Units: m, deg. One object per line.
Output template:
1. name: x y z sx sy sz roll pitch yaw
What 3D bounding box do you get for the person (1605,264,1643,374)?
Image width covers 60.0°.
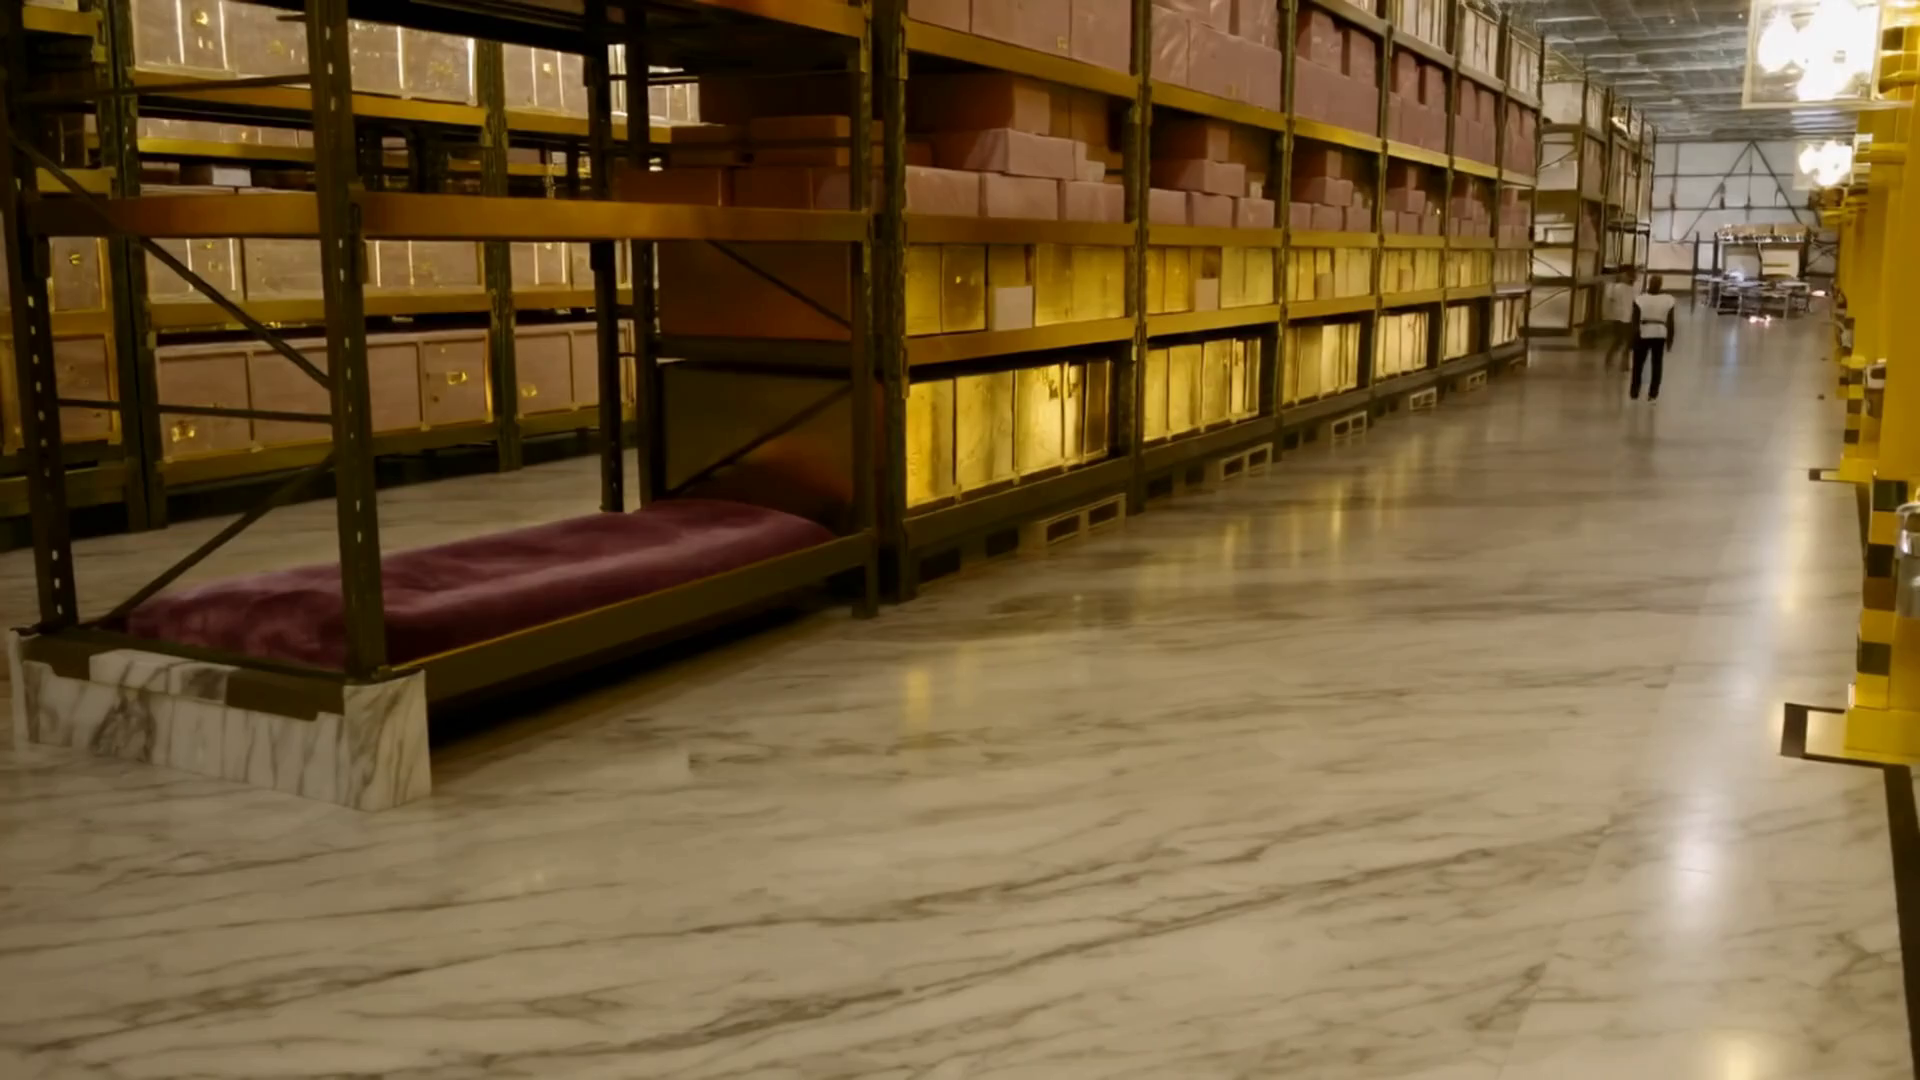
1. person: 12.005 -3.978 29.986 0.628 1.980 0.475 -2 10 -12

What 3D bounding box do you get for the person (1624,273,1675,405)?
1. person: 9.992 -2.911 24.091 0.627 1.872 0.948 1 10 5
